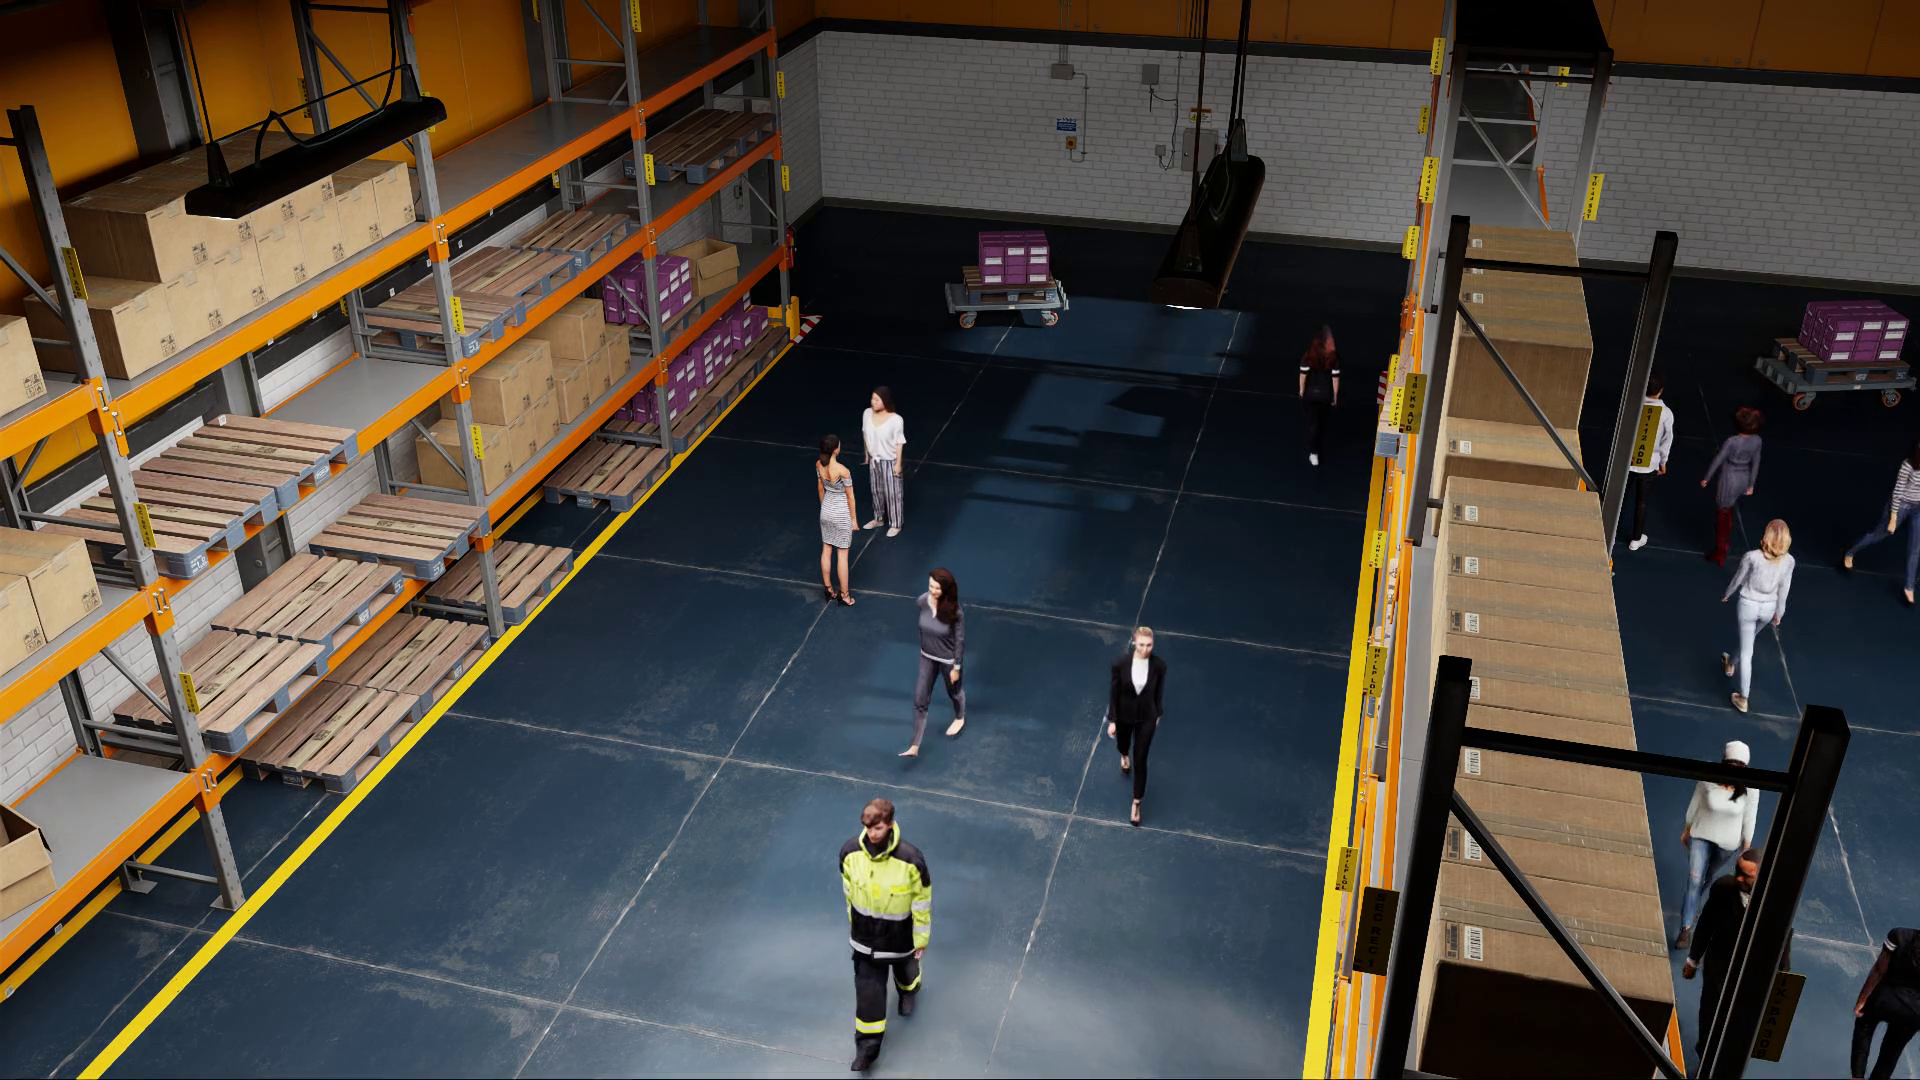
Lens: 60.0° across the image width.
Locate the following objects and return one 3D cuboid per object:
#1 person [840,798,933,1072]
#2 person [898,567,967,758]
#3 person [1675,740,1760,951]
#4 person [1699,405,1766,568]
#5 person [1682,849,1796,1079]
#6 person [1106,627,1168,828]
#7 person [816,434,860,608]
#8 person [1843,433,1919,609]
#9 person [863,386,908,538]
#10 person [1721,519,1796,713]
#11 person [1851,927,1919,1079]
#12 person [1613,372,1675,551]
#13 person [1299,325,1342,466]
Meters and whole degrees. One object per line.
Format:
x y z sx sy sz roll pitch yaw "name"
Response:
-0.440 2.472 11.015 0.834 1.937 1.216 5 29 10 "person"
-0.113 0.969 13.998 0.772 1.719 1.137 14 31 23 "person"
5.452 2.112 12.009 0.676 1.618 1.022 11 30 19 "person"
7.819 -0.505 16.722 0.732 1.698 0.766 -8 30 -14 "person"
4.943 2.711 10.646 0.873 1.870 0.963 14 32 24 "person"
1.382 1.394 13.266 0.716 1.674 1.100 3 29 6 "person"
-1.204 -0.191 16.017 0.665 1.822 0.657 20 34 32 "person"
9.114 -0.273 16.243 1.082 1.749 1.206 -12 31 -21 "person"
-0.783 -0.845 17.365 0.770 1.679 0.760 21 35 33 "person"
6.943 0.688 14.470 0.741 1.760 1.089 1 29 2 "person"
5.852 2.959 10.342 0.692 1.727 0.680 11 30 19 "person"
6.968 -0.815 17.048 0.740 1.931 0.700 16 32 26 "person"
4.060 -1.613 18.835 0.626 1.619 0.845 6 29 10 "person"
